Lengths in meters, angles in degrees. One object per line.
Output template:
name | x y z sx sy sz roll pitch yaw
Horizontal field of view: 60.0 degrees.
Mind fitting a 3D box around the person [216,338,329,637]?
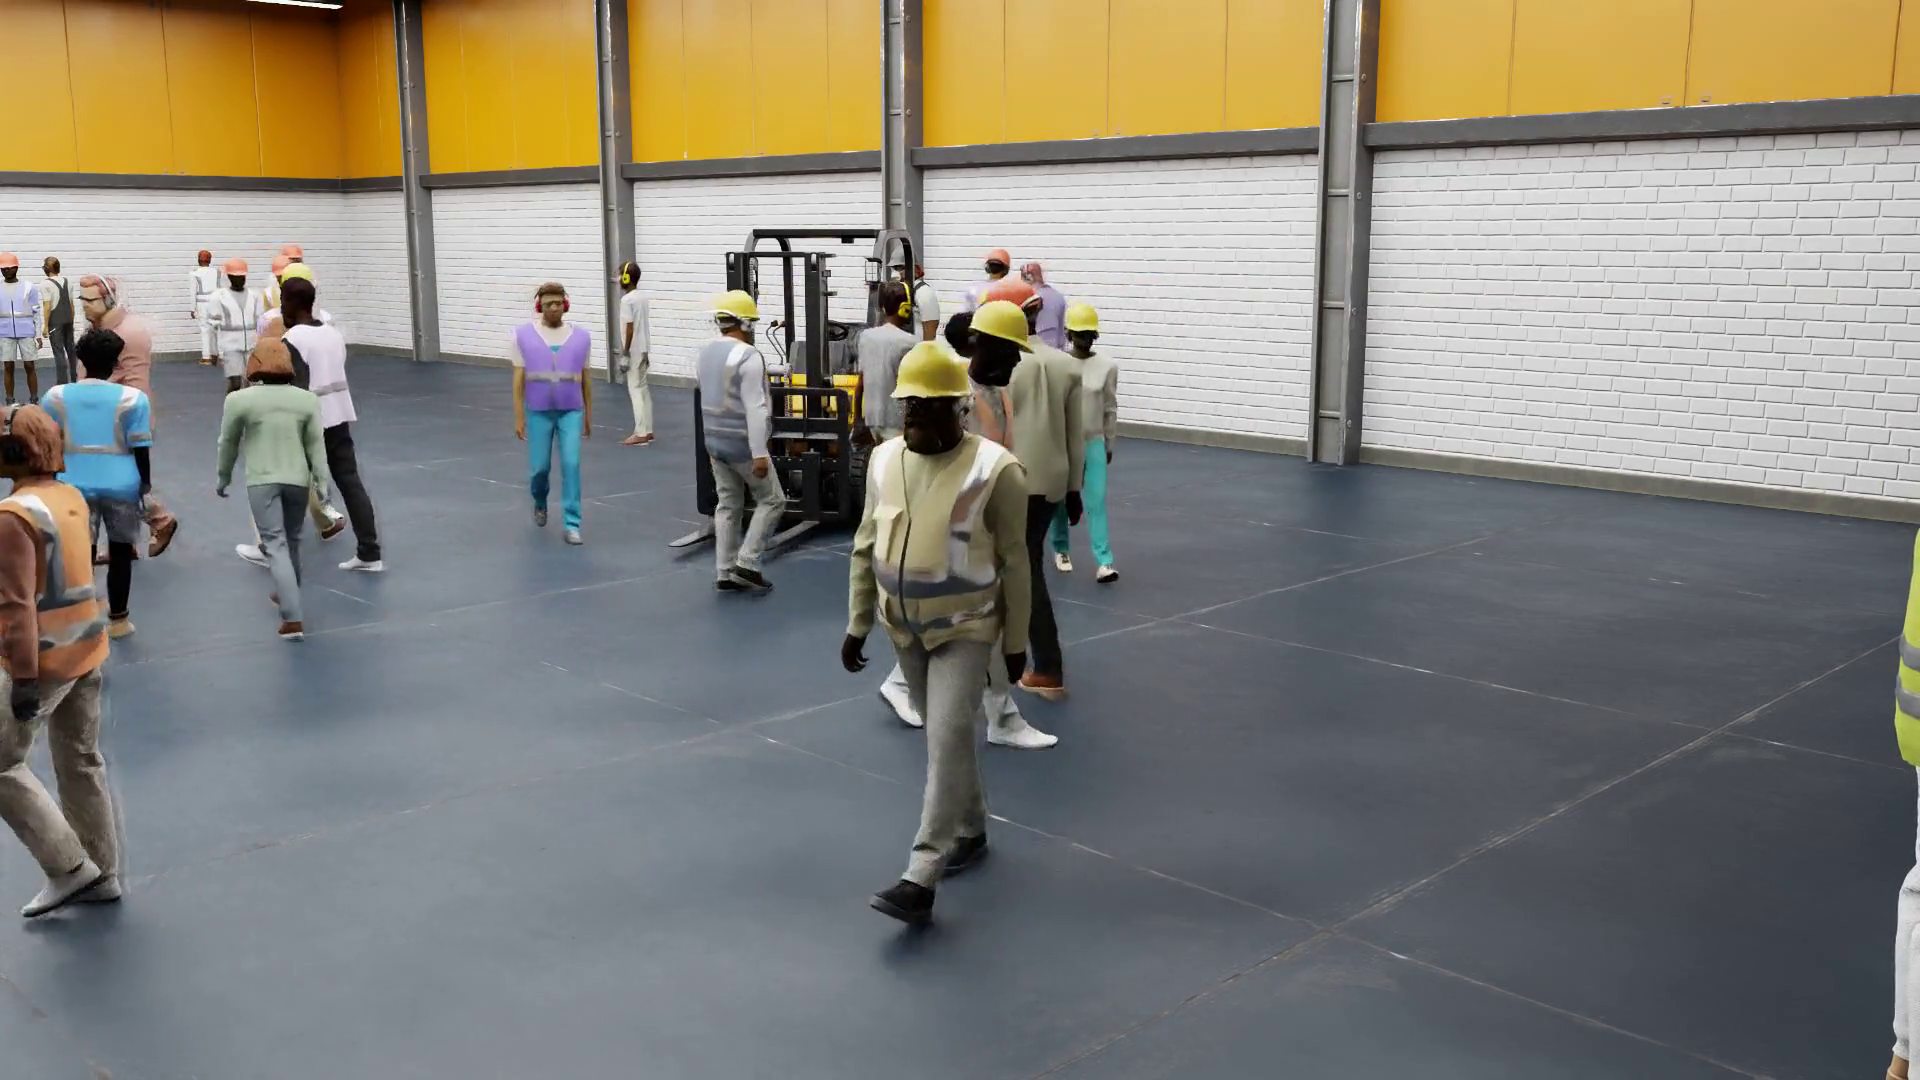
person | -3.702 -0.294 8.997 0.506 1.581 0.883 -9 13 -39

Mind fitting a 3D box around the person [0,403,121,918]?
person | -2.855 0.386 5.175 0.384 1.623 0.538 -1 10 -5

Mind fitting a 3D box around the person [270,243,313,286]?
person | -8.710 -2.873 21.844 0.427 2.026 0.620 9 14 40

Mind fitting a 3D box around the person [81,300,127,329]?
person | -10.006 -2.252 19.528 0.514 1.636 0.315 -10 14 -43

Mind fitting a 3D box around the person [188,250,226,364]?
person | -12.456 -3.852 27.573 0.584 1.883 0.345 -9 14 -40

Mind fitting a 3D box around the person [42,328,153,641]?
person | -4.424 -0.245 8.518 0.536 1.666 0.709 -2 11 -13

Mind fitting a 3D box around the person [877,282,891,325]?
person | -0.799 -2.099 18.737 0.535 1.612 0.563 -5 12 -27

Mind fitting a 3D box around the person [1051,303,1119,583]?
person | 0.739 -0.597 10.279 0.518 1.712 0.896 -1 10 -8

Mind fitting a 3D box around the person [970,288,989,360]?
person | 0.211 -1.023 12.534 0.526 1.741 0.588 2 11 11

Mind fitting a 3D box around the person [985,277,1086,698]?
person | 0.259 -0.272 7.919 0.605 1.925 0.985 -7 13 -35

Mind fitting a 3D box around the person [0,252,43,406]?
person | -11.235 -2.451 19.792 0.553 1.935 0.362 -4 11 -23

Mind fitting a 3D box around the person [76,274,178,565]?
person | -5.460 -0.766 10.736 0.671 1.886 0.458 7 13 35

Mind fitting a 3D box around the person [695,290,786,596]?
person | -1.293 -0.562 9.831 0.448 1.808 0.606 -9 14 -40

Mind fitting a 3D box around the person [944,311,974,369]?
person | -0.027 -0.516 9.915 0.554 1.677 0.480 8 13 38

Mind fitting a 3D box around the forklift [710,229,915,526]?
forklift | -1.050 -1.319 12.920 1.214 2.155 2.313 2 11 13

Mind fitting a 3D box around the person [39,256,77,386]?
person | -12.238 -2.916 22.581 0.351 1.847 0.507 4 11 19

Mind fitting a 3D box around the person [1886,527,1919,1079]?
person | 2.419 0.514 3.888 0.429 1.844 0.623 5 11 25

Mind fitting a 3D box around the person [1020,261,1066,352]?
person | 0.856 -1.897 16.953 0.723 1.871 0.657 10 14 43

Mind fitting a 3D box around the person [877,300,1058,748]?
person | -0.006 -0.075 7.041 0.856 1.877 0.630 5 11 24

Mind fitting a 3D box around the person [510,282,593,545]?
person | -2.846 -0.898 11.636 0.566 1.822 0.676 -4 11 -23

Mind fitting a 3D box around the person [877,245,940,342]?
person | -0.541 -1.731 15.583 0.539 2.000 0.688 -8 13 -39

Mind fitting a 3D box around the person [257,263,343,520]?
person | -4.880 -1.084 12.363 0.587 1.928 0.362 -10 15 -44

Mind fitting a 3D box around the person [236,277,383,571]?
person | -4.150 -0.720 10.547 1.000 1.863 0.591 2 11 13

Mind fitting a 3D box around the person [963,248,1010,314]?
person | 0.285 -1.949 16.867 0.627 2.007 0.686 5 11 23

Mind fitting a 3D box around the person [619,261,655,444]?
person | -3.332 -1.910 17.032 0.319 1.869 0.528 2 11 13

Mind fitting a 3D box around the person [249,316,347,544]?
person | -4.544 -0.716 11.265 0.518 1.586 0.851 2 11 10

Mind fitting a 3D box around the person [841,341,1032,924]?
person | -0.128 0.280 5.276 0.591 1.790 0.905 7 13 35

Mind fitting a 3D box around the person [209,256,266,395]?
person | -7.633 -2.050 17.665 0.587 1.914 0.469 -10 14 -42

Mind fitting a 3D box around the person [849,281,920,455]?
person | -0.393 -0.724 10.640 0.519 1.836 0.714 10 14 43

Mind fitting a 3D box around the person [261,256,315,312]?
person | -7.248 -2.115 18.048 0.607 1.905 0.514 -4 11 -20
